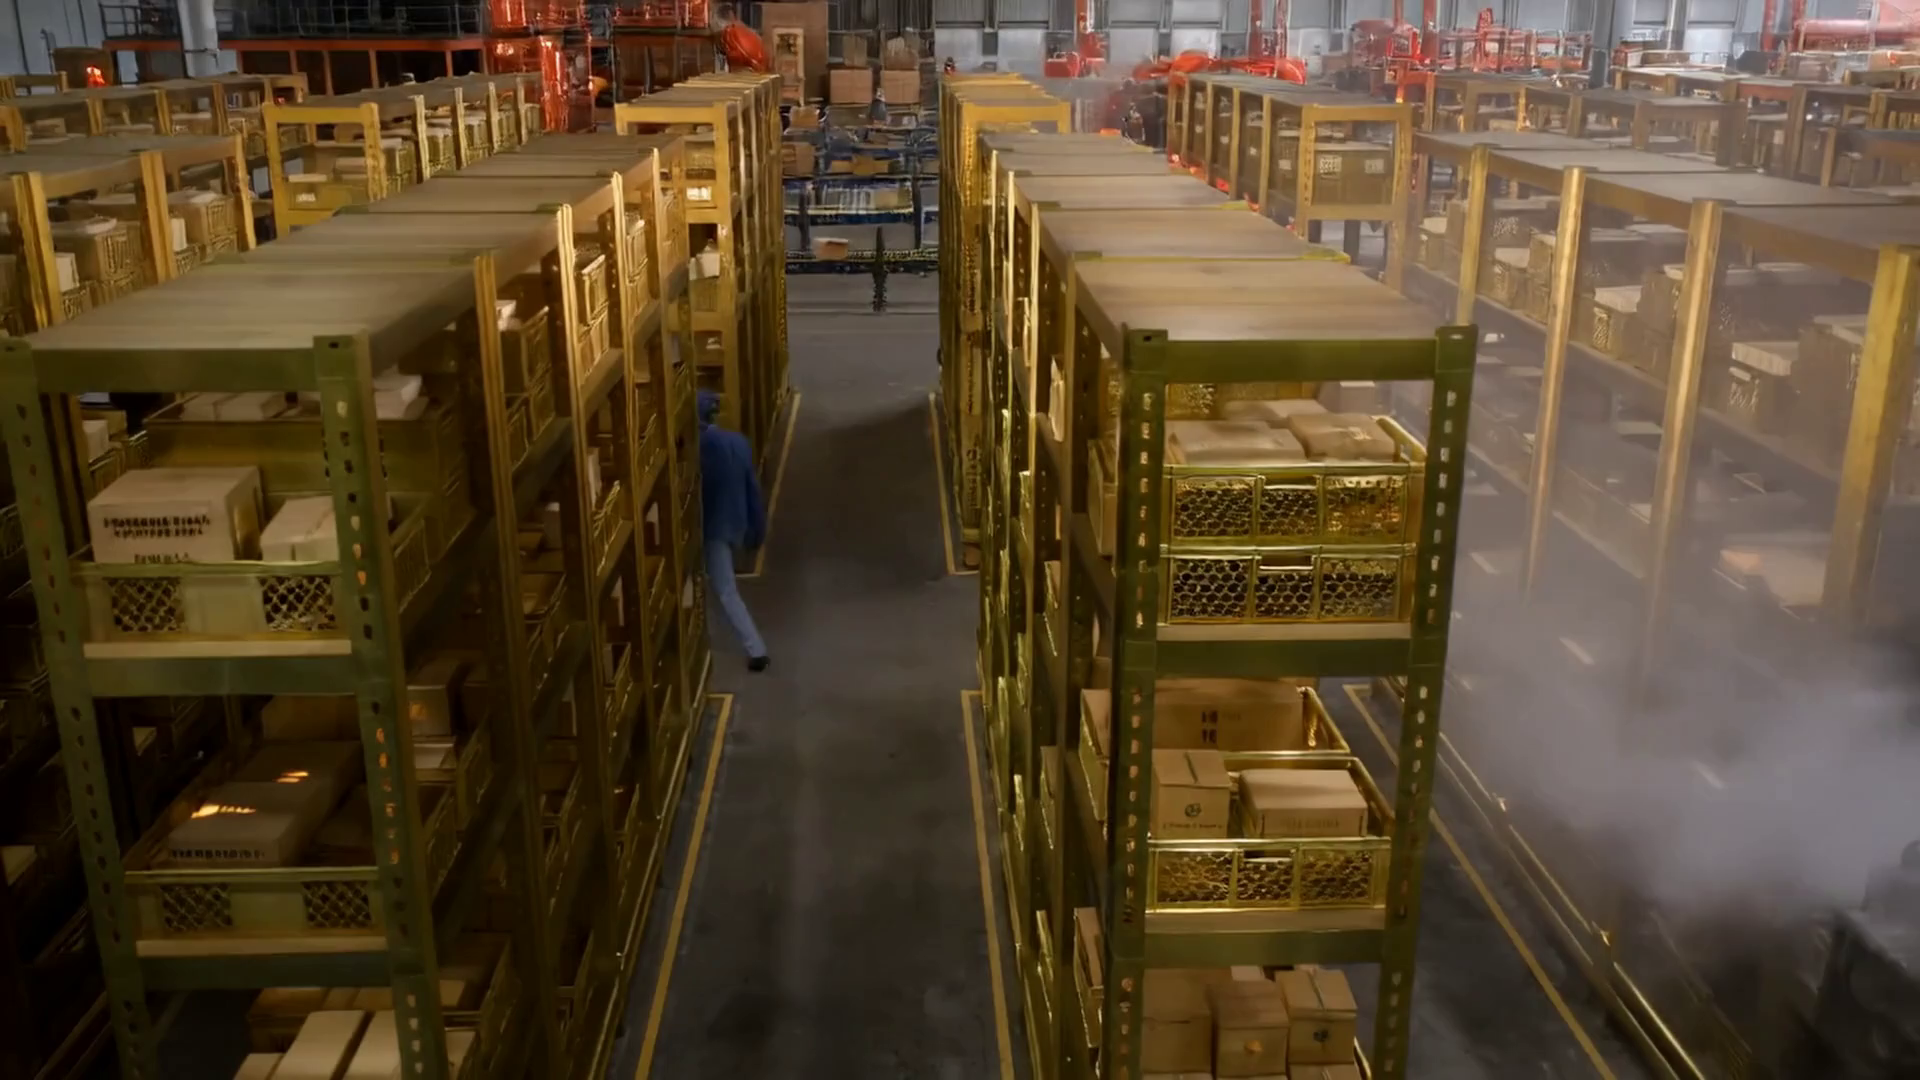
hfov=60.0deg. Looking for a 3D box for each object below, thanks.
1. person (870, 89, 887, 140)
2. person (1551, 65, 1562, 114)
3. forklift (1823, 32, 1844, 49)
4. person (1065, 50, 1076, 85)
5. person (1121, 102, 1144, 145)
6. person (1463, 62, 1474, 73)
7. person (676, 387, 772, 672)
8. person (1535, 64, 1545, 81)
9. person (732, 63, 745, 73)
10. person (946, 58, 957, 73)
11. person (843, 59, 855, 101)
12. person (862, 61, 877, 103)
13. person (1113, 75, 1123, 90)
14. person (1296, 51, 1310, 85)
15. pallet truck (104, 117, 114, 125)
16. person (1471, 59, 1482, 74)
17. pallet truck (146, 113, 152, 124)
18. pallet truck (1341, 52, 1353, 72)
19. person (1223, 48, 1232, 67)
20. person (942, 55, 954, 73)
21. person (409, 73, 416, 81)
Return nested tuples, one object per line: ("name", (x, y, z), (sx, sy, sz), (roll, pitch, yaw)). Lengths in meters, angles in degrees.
("person", (-2.411, -12.616, 49.996), (0.586, 1.825, 0.403), (16, 24, 40))
("person", (23.810, -18.033, 66.552), (0.487, 1.948, 0.626), (2, 18, 7))
("forklift", (45.186, -24.889, 86.282), (1.873, 2.768, 1.129), (-6, 19, -19))
("person", (6.035, -25.683, 90.420), (0.648, 1.832, 0.518), (17, 24, 42))
("person", (4.347, -10.100, 42.061), (0.561, 1.916, 0.521), (5, 18, 14))
("person", (21.432, -19.215, 70.315), (0.605, 1.909, 0.488), (12, 22, 34))
("person", (-1.574, -0.076, 11.036), (0.921, 1.934, 0.668), (13, 22, 35))
("person", (24.094, -18.867, 69.291), (0.531, 1.859, 0.332), (-9, 20, -26))
("person", (-9.470, -19.574, 71.497), (0.583, 1.850, 0.922), (1, 18, 2))
("person", (-0.326, -20.776, 75.120), (0.558, 1.895, 0.926), (9, 20, 26))
("person", (-5.047, -20.915, 75.634), (0.637, 1.864, 1.032), (-6, 19, -18))
("person", (-3.744, -18.858, 69.037), (0.622, 1.994, 0.381), (-7, 19, -21))
("person", (5.917, -16.354, 61.710), (0.514, 1.726, 0.430), (6, 19, 18))
("person", (16.983, -23.235, 82.508), (0.679, 2.000, 0.626), (14, 22, 36))
("pallet truck", (-18.367, -7.885, 35.078), (1.885, 1.965, 0.823), (1, 18, 2))
("person", (23.492, -20.982, 75.879), (0.596, 1.829, 0.974), (-8, 20, -24))
("pallet truck", (-18.087, -8.309, 36.390), (1.885, 1.965, 0.823), (-1, 18, -4))
("pallet truck", (18.794, -23.123, 82.231), (0.823, 1.965, 1.885), (-13, 22, -35))
("person", (15.023, -26.685, 93.479), (0.518, 1.860, 0.330), (7, 19, 20))
("person", (-0.584, -22.564, 80.715), (0.595, 1.877, 0.979), (0, 18, 0))
("person", (-20.490, -16.523, 62.123), (0.933, 1.810, 0.517), (-2, 18, -6))
